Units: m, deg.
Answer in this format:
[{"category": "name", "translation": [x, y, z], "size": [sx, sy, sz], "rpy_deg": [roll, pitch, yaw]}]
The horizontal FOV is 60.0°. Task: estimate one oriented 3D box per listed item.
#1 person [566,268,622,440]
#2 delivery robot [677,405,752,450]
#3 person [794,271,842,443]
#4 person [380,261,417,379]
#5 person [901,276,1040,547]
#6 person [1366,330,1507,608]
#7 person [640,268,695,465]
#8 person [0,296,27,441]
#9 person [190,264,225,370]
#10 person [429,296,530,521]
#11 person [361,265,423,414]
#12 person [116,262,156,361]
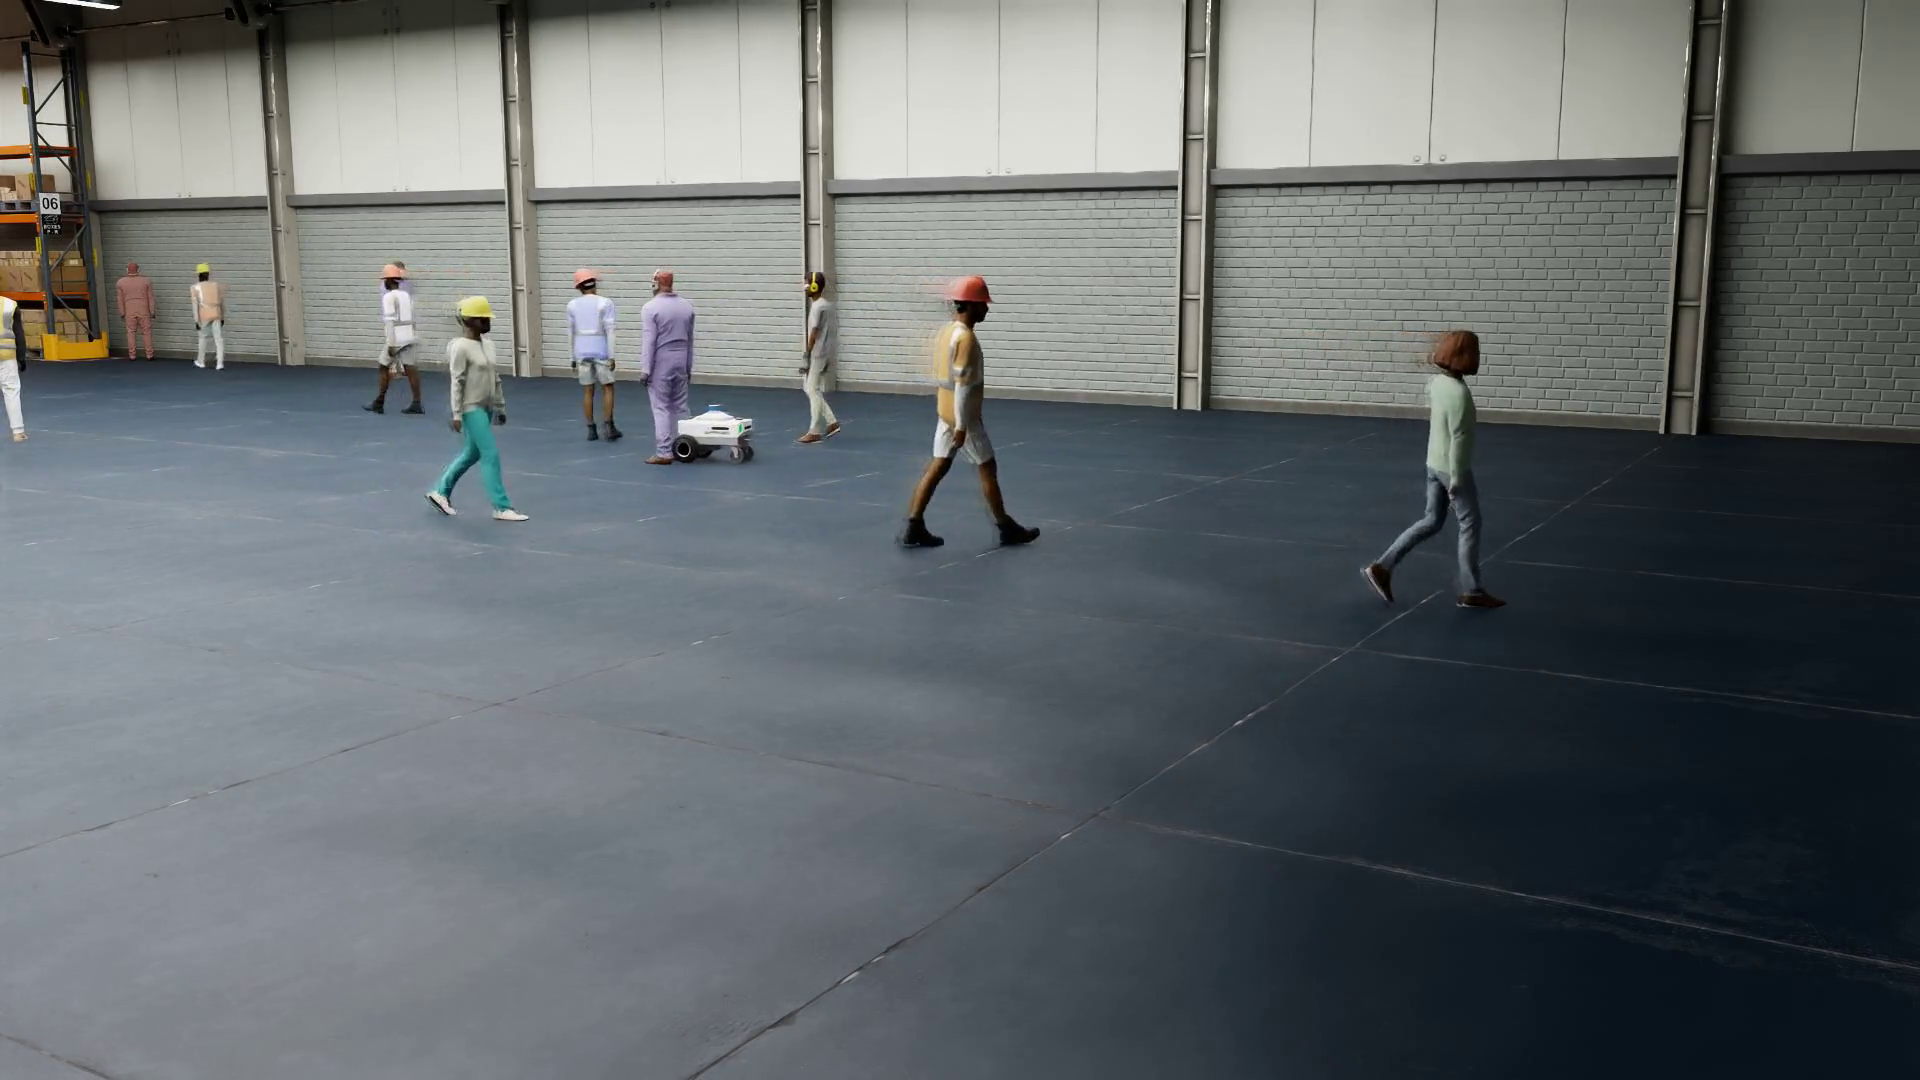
[{"category": "person", "translation": [-4.065, -2.049, 18.367], "size": [0.569, 1.890, 0.525], "rpy_deg": [1, 10, 4]}, {"category": "delivery robot", "translation": [-2.416, -1.090, 16.389], "size": [0.707, 0.478, 0.477], "rpy_deg": [2, 10, 13]}, {"category": "person", "translation": [-1.580, -1.971, 18.007], "size": [0.434, 1.862, 0.548], "rpy_deg": [0, 10, 1]}, {"category": "person", "translation": [-9.262, -3.630, 27.489], "size": [0.356, 1.938, 0.633], "rpy_deg": [6, 11, 32]}, {"category": "person", "translation": [0.039, -0.878, 11.534], "size": [0.990, 1.884, 0.562], "rpy_deg": [-3, 10, -15]}, {"category": "person", "translation": [2.764, -0.402, 9.539], "size": [0.738, 1.609, 0.499], "rpy_deg": [-1, 10, -5]}, {"category": "person", "translation": [-2.877, -1.689, 16.224], "size": [0.403, 1.904, 0.651], "rpy_deg": [7, 12, 36]}, {"category": "person", "translation": [-10.513, -1.977, 18.094], "size": [0.629, 1.842, 0.429], "rpy_deg": [-5, 11, -28]}, {"category": "person", "translation": [-13.411, -3.972, 29.671], "size": [0.611, 1.872, 0.981], "rpy_deg": [-9, 13, -42]}, {"category": "person", "translation": [-3.749, -1.014, 12.789], "size": [0.879, 1.729, 0.536], "rpy_deg": [2, 10, 14]}, {"category": "person", "translation": [-7.316, -2.561, 21.337], "size": [0.877, 1.899, 0.563], "rpy_deg": [3, 10, 18]}, {"category": "person", "translation": [-15.896, -4.408, 32.132], "size": [0.643, 1.913, 0.410], "rpy_deg": [-4, 10, -20]}]
